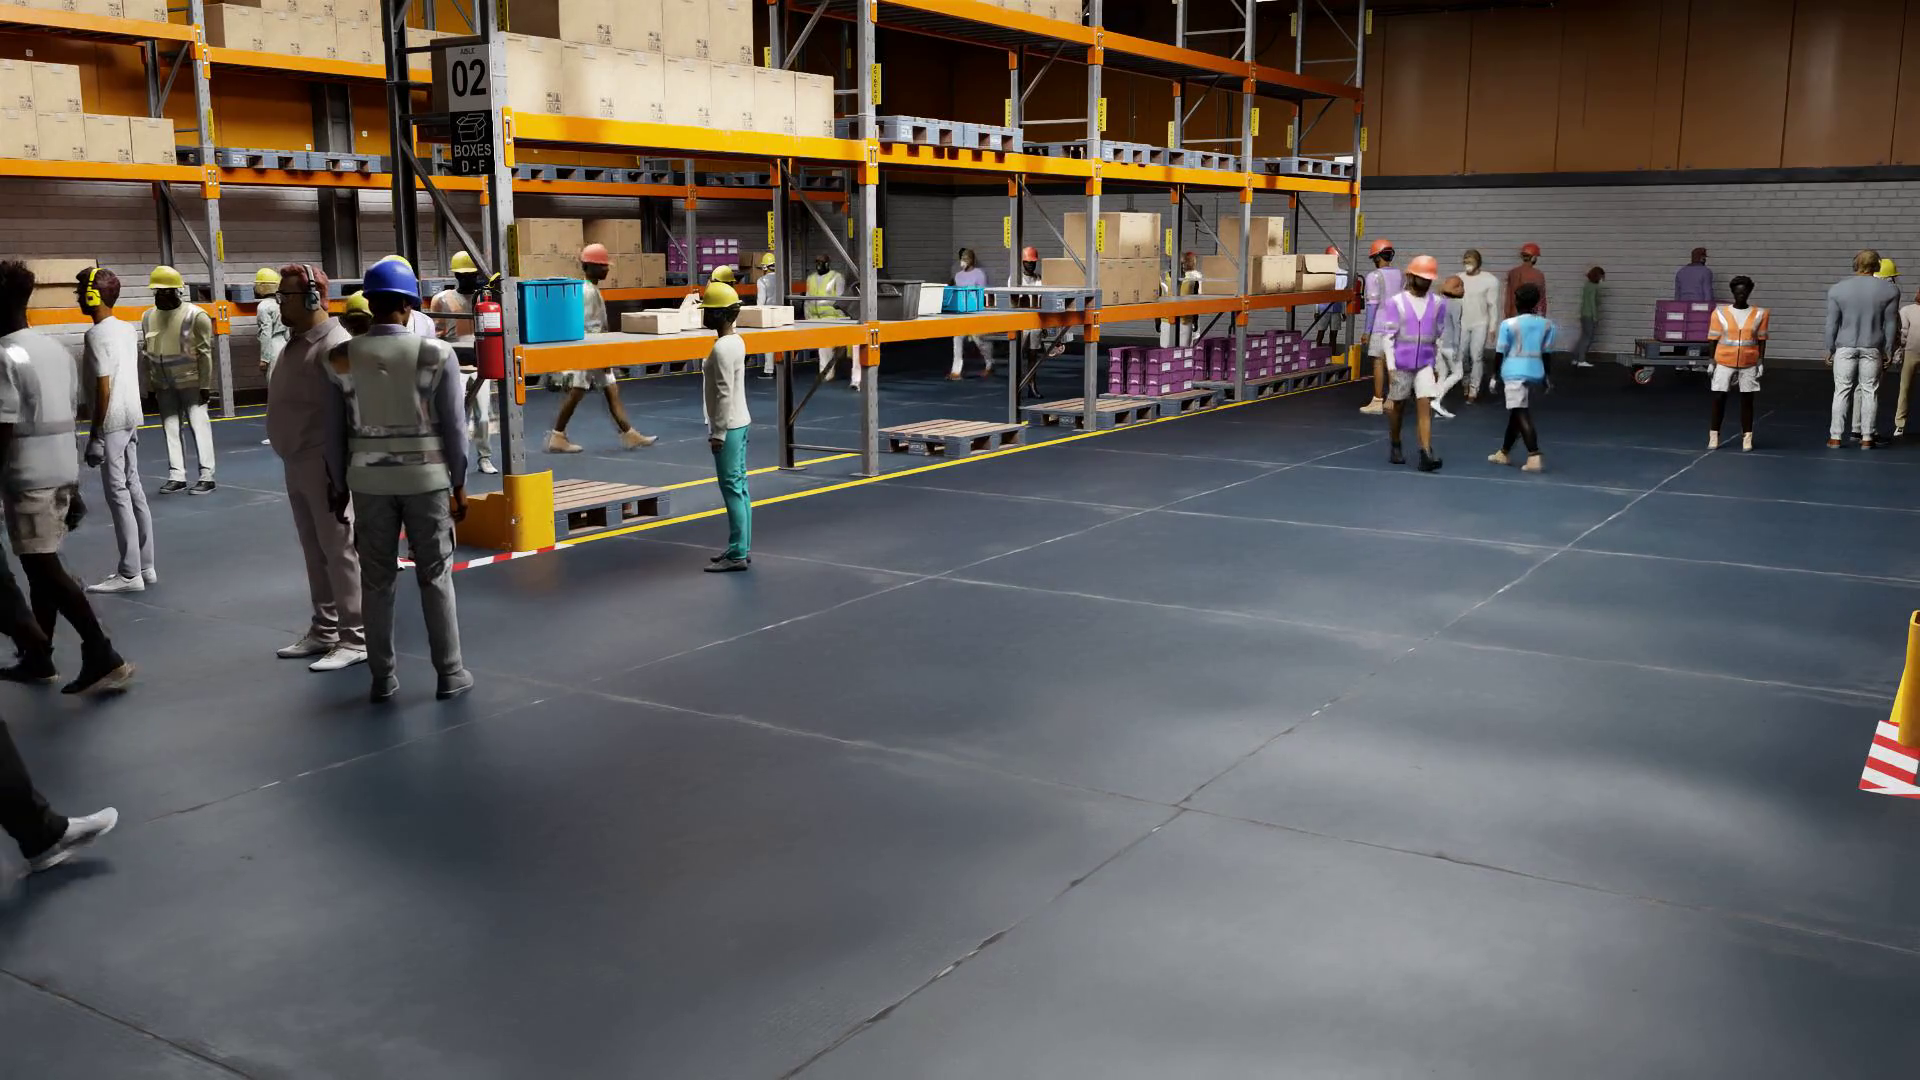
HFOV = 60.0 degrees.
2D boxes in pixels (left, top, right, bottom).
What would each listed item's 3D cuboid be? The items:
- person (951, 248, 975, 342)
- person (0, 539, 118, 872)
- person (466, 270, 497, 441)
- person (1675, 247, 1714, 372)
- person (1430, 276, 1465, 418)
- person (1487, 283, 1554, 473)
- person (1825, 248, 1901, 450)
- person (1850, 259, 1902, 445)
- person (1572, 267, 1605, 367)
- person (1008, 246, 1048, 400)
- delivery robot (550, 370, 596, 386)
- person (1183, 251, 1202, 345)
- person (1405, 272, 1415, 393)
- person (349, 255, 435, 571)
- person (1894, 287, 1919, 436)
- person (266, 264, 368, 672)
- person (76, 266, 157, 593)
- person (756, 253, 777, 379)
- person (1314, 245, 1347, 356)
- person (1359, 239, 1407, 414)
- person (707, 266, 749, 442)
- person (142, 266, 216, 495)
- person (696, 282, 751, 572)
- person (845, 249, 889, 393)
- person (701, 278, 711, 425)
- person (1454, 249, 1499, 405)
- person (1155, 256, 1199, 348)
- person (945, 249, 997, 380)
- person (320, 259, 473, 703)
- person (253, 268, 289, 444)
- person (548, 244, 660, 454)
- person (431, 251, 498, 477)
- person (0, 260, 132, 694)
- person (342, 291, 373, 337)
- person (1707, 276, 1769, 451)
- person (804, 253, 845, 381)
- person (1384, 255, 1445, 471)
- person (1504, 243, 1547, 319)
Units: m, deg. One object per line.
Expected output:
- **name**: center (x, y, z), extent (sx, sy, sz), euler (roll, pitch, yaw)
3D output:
- **person**: center (0.071, -4.856, 33.026), extent (0.535, 1.864, 0.309), euler (0, 10, 2)
- **person**: center (-2.996, 0.196, 4.967), extent (0.587, 1.878, 0.970), euler (8, 13, 38)
- **person**: center (-4.976, -1.940, 17.032), extent (0.632, 1.830, 0.654), euler (6, 12, 29)
- **person**: center (11.307, -3.535, 25.589), extent (0.400, 1.910, 0.643), euler (-5, 11, -25)
- **person**: center (5.520, -2.181, 18.870), extent (0.367, 1.619, 0.516), euler (-3, 11, -15)
- **person**: center (4.942, -1.429, 14.637), extent (0.540, 1.652, 0.857), euler (-4, 11, -19)
- **person**: center (8.708, -1.839, 16.106), extent (0.631, 1.940, 0.372), euler (5, 11, 26)
- **person**: center (9.148, -1.875, 16.583), extent (0.404, 1.835, 0.600), euler (2, 10, 11)
- **person**: center (10.094, -3.578, 26.689), extent (0.356, 1.593, 0.677), euler (1, 10, 6)
- **person**: center (0.869, -2.751, 21.155), extent (0.542, 1.939, 0.362), euler (-4, 11, -23)
- **delivery robot**: center (-5.117, -2.291, 22.180), extent (0.477, 0.478, 0.707), euler (9, 13, 40)
- **person**: center (3.611, -3.683, 26.575), extent (0.575, 1.852, 0.886), euler (-3, 11, -15)
- **person**: center (5.990, -2.773, 22.233), extent (0.534, 1.597, 0.865), euler (2, 10, 9)
- **person**: center (-3.457, -0.785, 10.284), extent (0.363, 1.930, 0.588), euler (7, 12, 34)
- **person**: center (9.900, -1.865, 17.115), extent (0.496, 1.629, 0.277), euler (5, 12, 27)
- **person**: center (-3.056, -0.339, 7.880), extent (0.407, 1.910, 0.640), euler (-9, 14, -41)
- **person**: center (-4.896, -0.629, 9.592), extent (0.328, 1.872, 0.509), euler (-1, 10, -5)
- **person**: center (-2.763, -3.271, 24.330), extent (0.403, 1.833, 0.586), euler (8, 13, 39)
- **person**: center (5.693, -3.546, 25.563), extent (0.542, 1.939, 0.359), euler (-2, 11, -13)
- **person**: center (4.908, -2.482, 19.407), extent (0.605, 2.033, 0.399), euler (-7, 12, -34)
- **person**: center (-2.360, -1.849, 16.634), extent (0.315, 1.770, 0.524), euler (-10, 14, -44)
- **person**: center (-6.227, -1.260, 13.236), extent (0.586, 1.824, 0.405), euler (2, 10, 8)
- **person**: center (-1.445, -0.687, 10.201), extent (0.310, 1.768, 0.533), euler (0, 10, 1)
- **person**: center (-1.236, -2.940, 22.134), extent (0.647, 1.957, 0.835), euler (1, 10, 3)
- **person**: center (-2.630, -2.058, 18.132), extent (0.523, 1.645, 0.306), euler (4, 11, 22)
- **person**: center (6.349, -2.632, 20.569), extent (0.645, 1.921, 0.517), euler (7, 12, 33)
- **person**: center (3.001, -3.038, 23.044), extent (0.628, 1.837, 0.429), euler (0, 10, 1)
- **person**: center (0.184, -3.291, 24.267), extent (0.639, 1.901, 0.976), euler (9, 14, 42)
- **person**: center (-2.455, -0.248, 7.297), extent (0.604, 1.936, 0.411), euler (-1, 10, -6)
- **person**: center (-6.848, -1.828, 16.582), extent (0.316, 1.742, 0.492), euler (1, 10, 6)
- **person**: center (-3.445, -1.797, 15.752), extent (1.068, 1.984, 0.633), euler (-1, 10, -8)
- **person**: center (-4.223, -1.512, 14.322), extent (0.589, 1.927, 0.386), euler (-6, 12, -29)
- **person**: center (-4.095, -0.264, 7.461), extent (0.806, 1.939, 0.688), euler (0, 10, -1)
- **person**: center (-3.312, -0.539, 9.477), extent (0.540, 1.735, 0.830), euler (0, 10, 1)
- **person**: center (7.462, -1.693, 16.001), extent (0.534, 1.687, 0.320), euler (4, 11, 19)
- **person**: center (-1.977, -3.183, 23.847), extent (0.653, 1.830, 0.521), euler (6, 12, 31)
- **person**: center (4.026, -1.561, 14.726), extent (0.553, 1.885, 0.958), euler (0, 10, -1)
- **person**: center (8.100, -3.245, 23.786), extent (0.423, 1.978, 0.623), euler (-5, 11, -26)
